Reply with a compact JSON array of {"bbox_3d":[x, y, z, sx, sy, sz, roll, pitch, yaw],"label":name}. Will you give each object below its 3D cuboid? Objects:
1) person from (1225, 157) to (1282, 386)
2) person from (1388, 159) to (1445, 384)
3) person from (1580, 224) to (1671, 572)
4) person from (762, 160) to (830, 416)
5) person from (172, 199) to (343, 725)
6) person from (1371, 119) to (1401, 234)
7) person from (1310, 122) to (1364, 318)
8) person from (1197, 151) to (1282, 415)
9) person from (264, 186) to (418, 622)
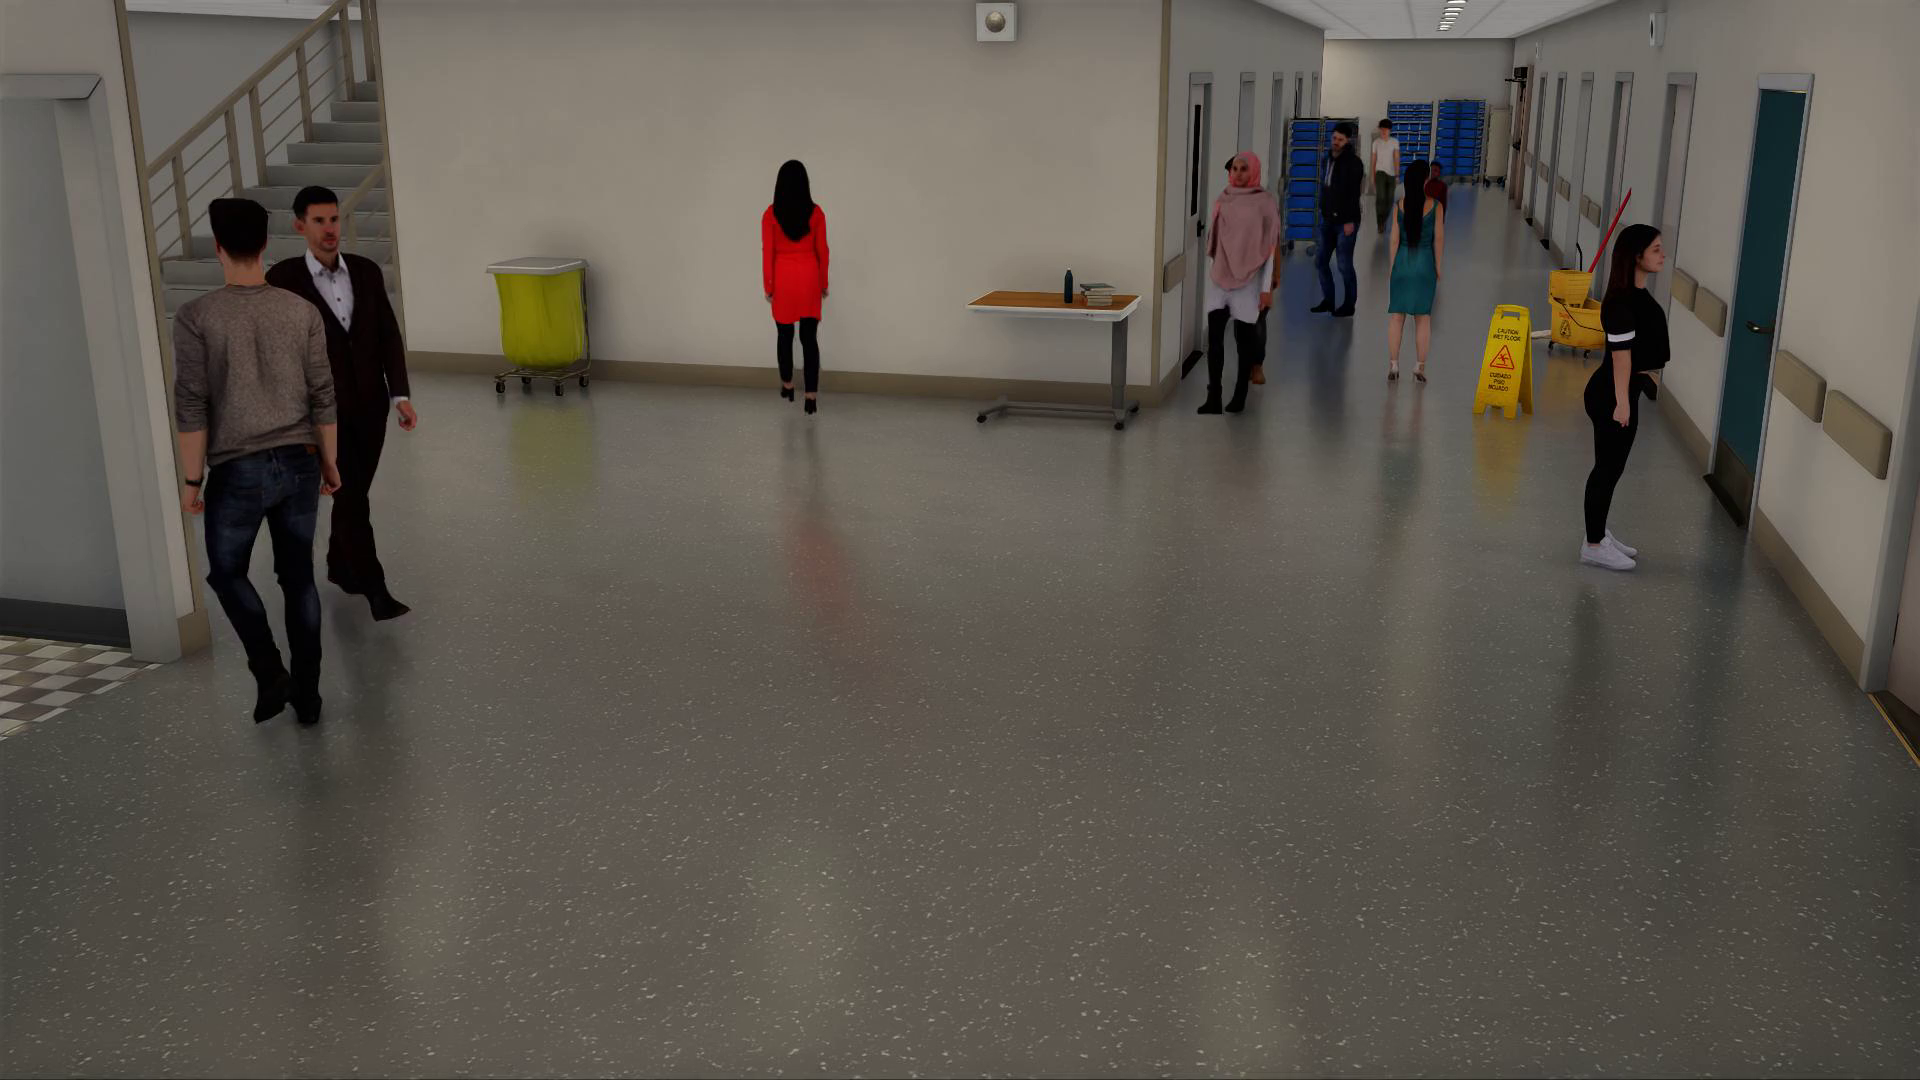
[{"bbox_3d":[2.181,-2.049,12.586,0.690,1.701,0.817,3,16,10],"label":"person"},{"bbox_3d":[3.452,-2.040,12.659,0.556,1.687,0.505,6,17,19],"label":"person"},{"bbox_3d":[3.149,-0.689,7.954,0.699,1.639,0.567,7,17,23],"label":"person"},{"bbox_3d":[-1.084,-1.666,11.308,0.903,1.699,1.140,-3,16,-10],"label":"person"},{"bbox_3d":[-2.421,-0.222,5.831,0.873,1.893,0.943,-11,19,-34],"label":"person"},{"bbox_3d":[6.259,-5.327,24.437,0.590,1.622,1.105,3,16,11],"label":"person"},{"bbox_3d":[3.682,-3.038,15.924,0.930,1.836,0.873,-7,17,-23],"label":"person"},{"bbox_3d":[1.951,-1.754,11.456,0.764,1.789,0.912,8,18,27],"label":"person"},{"bbox_3d":[-2.705,-0.577,7.226,1.204,1.819,1.121,-15,21,-42],"label":"person"}]
